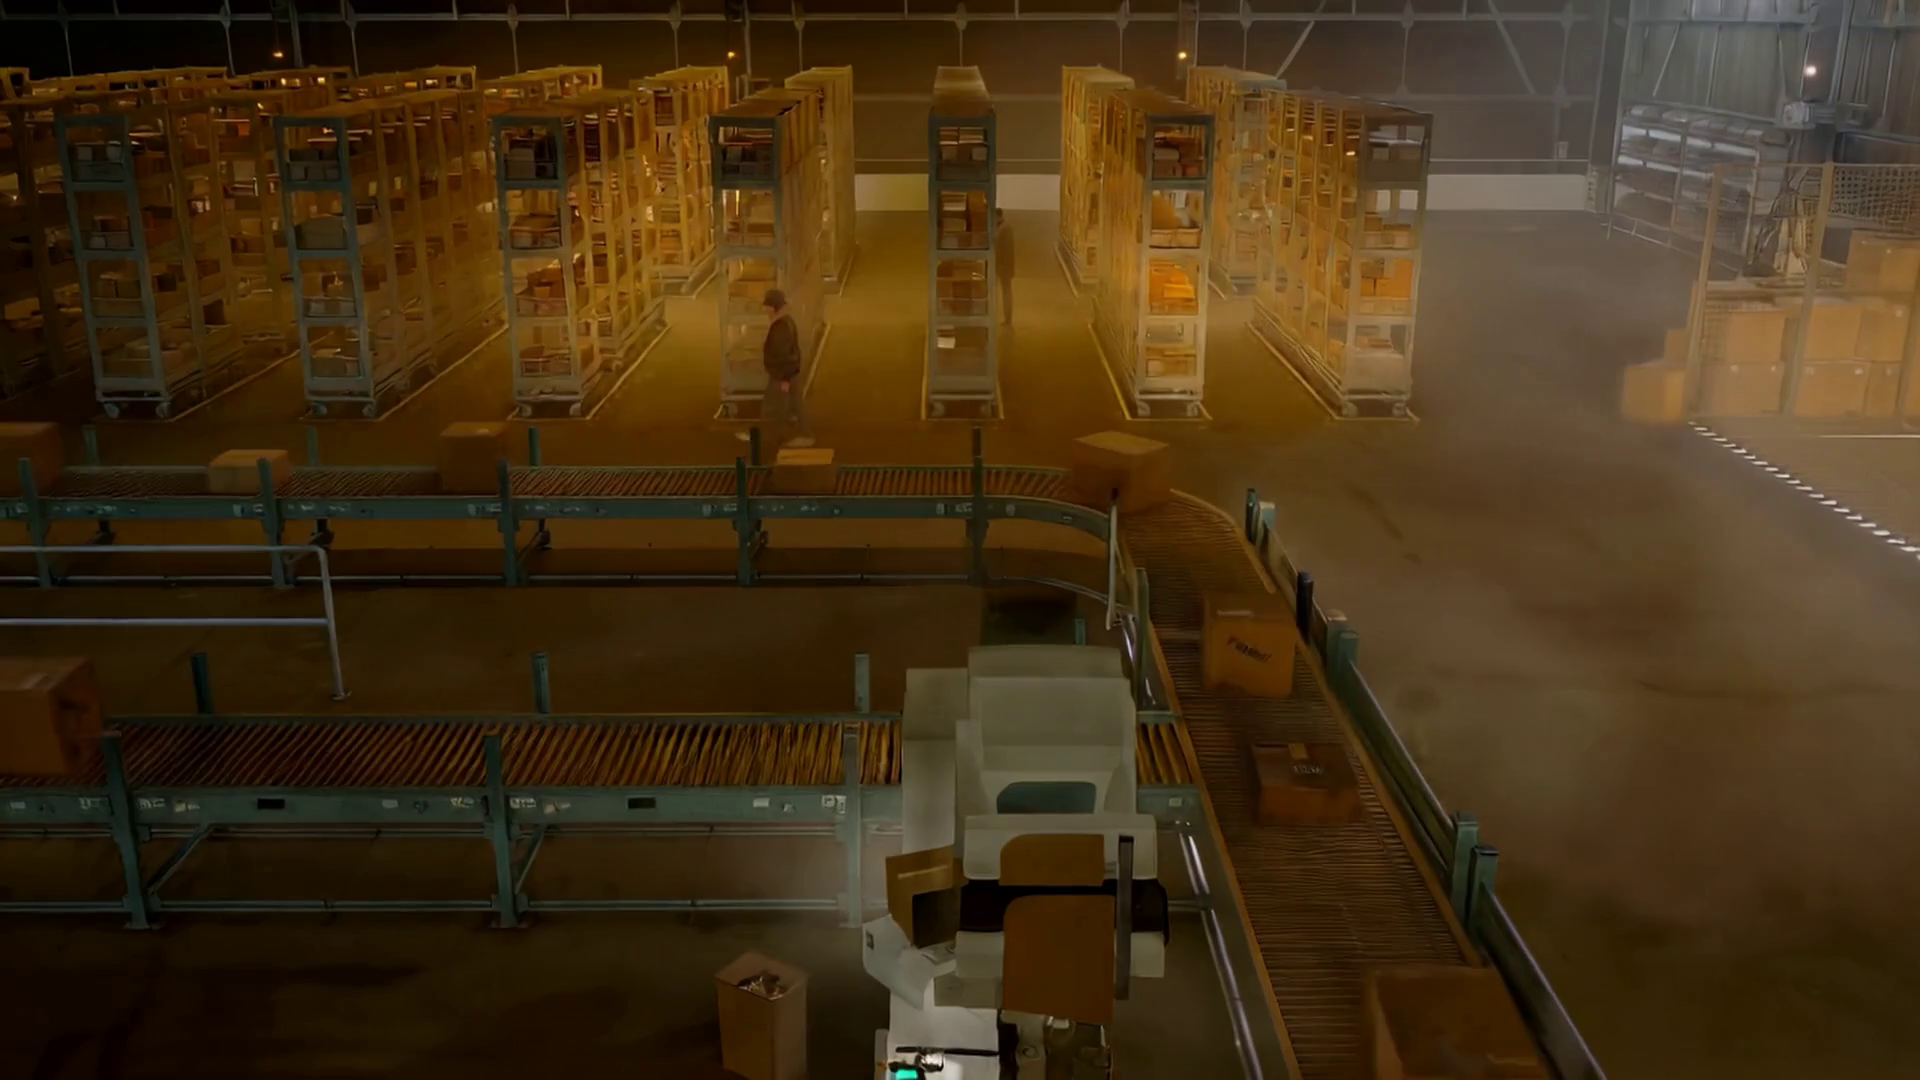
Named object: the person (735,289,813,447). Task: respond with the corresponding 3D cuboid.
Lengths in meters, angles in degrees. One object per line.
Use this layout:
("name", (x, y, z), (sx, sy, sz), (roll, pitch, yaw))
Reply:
("person", (-2.095, -1.911, 18.626), (0.915, 1.786, 0.624), (2, 18, 7))

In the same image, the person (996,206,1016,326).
("person", (0.608, -4.244, 25.752), (0.578, 1.830, 0.408), (11, 21, 30))
